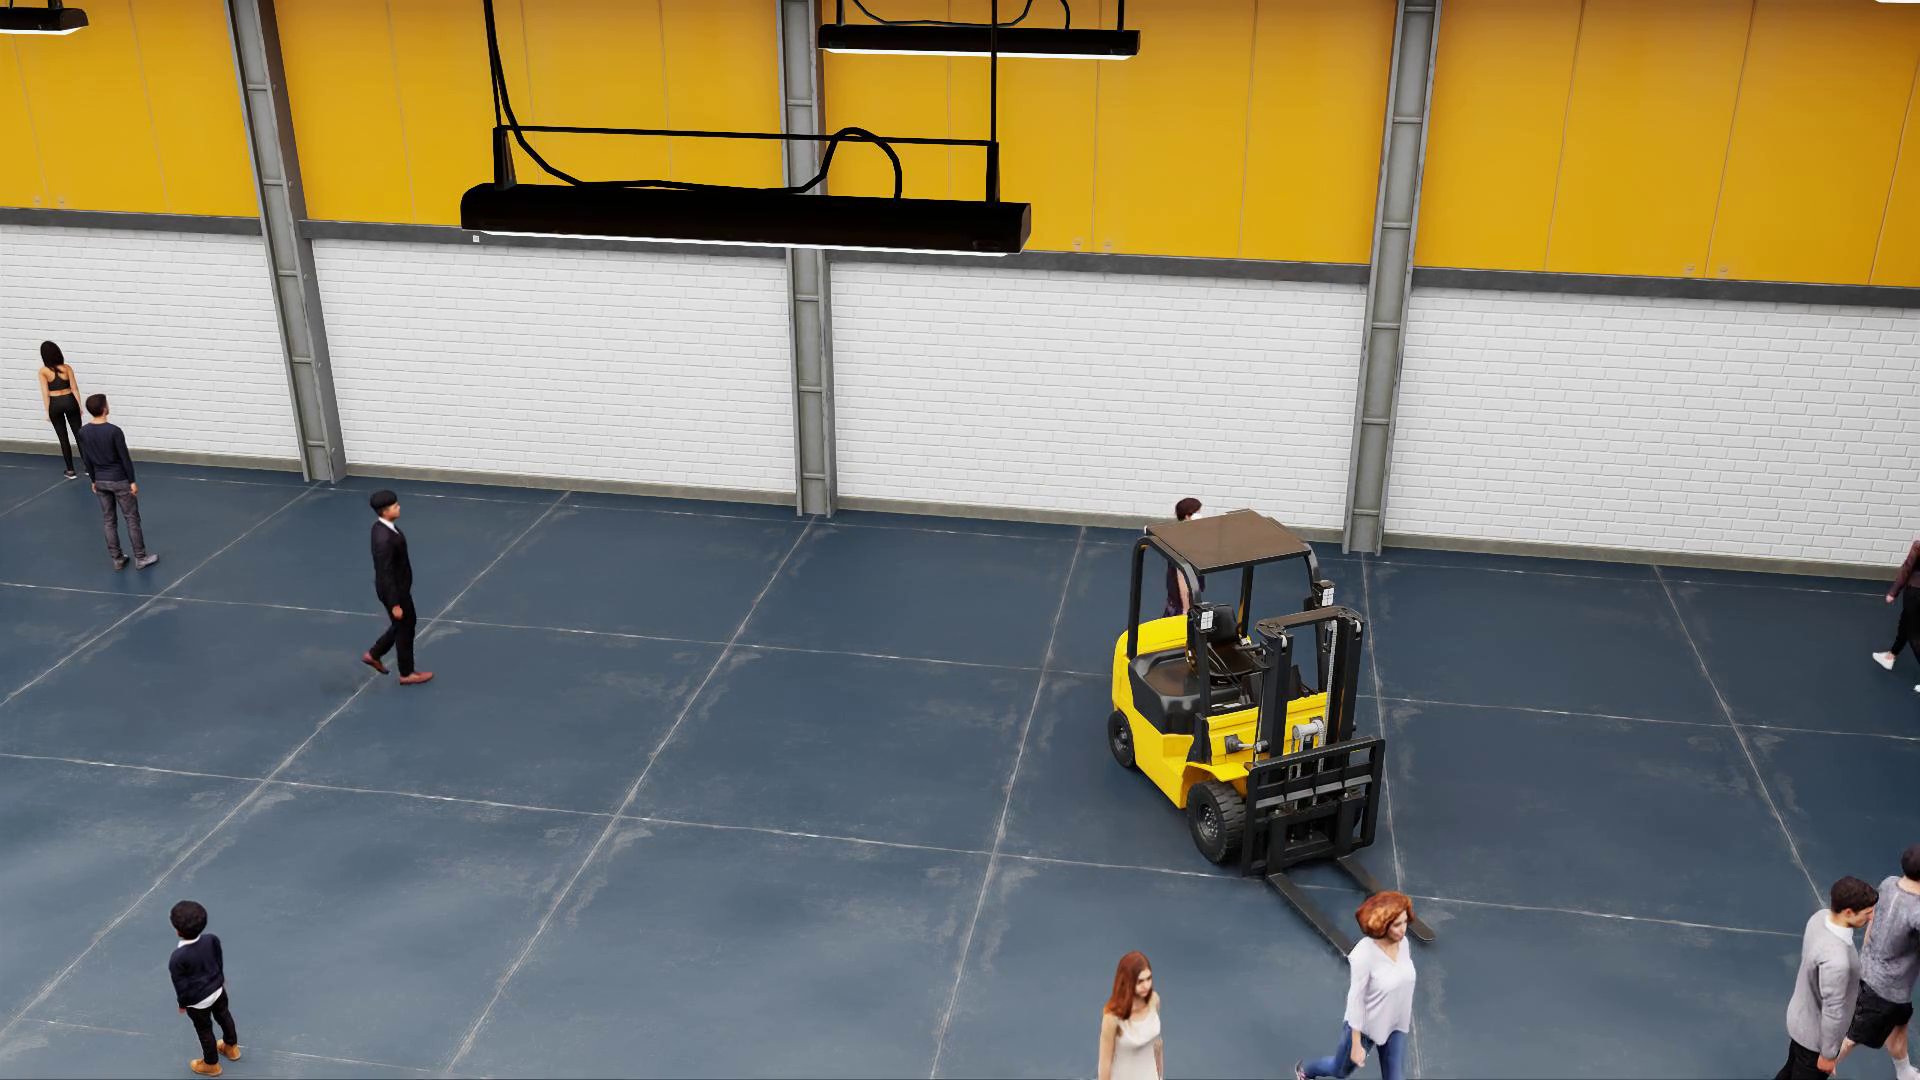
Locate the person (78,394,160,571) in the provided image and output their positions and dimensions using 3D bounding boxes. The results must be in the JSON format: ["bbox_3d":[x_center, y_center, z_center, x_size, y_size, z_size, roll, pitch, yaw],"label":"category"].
[{"bbox_3d":[-8.685,-0.594,17.055,0.513,1.869,0.704,2,24,3],"label":"person"}]

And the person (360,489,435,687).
[{"bbox_3d":[-5.084,0.452,14.662,0.983,1.869,0.893,-6,24,-14],"label":"person"}]

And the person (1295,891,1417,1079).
[{"bbox_3d":[2.320,2.743,9.646,1.116,1.689,1.113,-12,26,-26],"label":"person"}]

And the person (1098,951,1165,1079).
[{"bbox_3d":[0.885,2.955,9.154,0.956,1.695,0.997,-14,27,-29],"label":"person"}]

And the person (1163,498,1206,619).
[{"bbox_3d":[1.853,0.499,14.622,1.126,1.816,0.667,4,24,9],"label":"person"}]

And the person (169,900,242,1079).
[{"bbox_3d":[-4.657,2.741,10.228,0.577,1.227,0.559,11,26,24],"label":"person"}]

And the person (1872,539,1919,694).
[{"bbox_3d":[8.530,0.553,14.679,1.118,1.671,0.976,-6,24,-13],"label":"person"}]

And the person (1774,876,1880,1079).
[{"bbox_3d":[4.831,2.727,9.394,0.664,1.921,0.765,7,25,16],"label":"person"}]

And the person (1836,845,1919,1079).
[{"bbox_3d":[5.349,2.606,9.793,1.203,1.823,0.670,2,24,4],"label":"person"}]

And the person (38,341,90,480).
[{"bbox_3d":[-10.507,-1.535,19.492,0.643,1.641,0.693,-17,29,-34],"label":"person"}]
